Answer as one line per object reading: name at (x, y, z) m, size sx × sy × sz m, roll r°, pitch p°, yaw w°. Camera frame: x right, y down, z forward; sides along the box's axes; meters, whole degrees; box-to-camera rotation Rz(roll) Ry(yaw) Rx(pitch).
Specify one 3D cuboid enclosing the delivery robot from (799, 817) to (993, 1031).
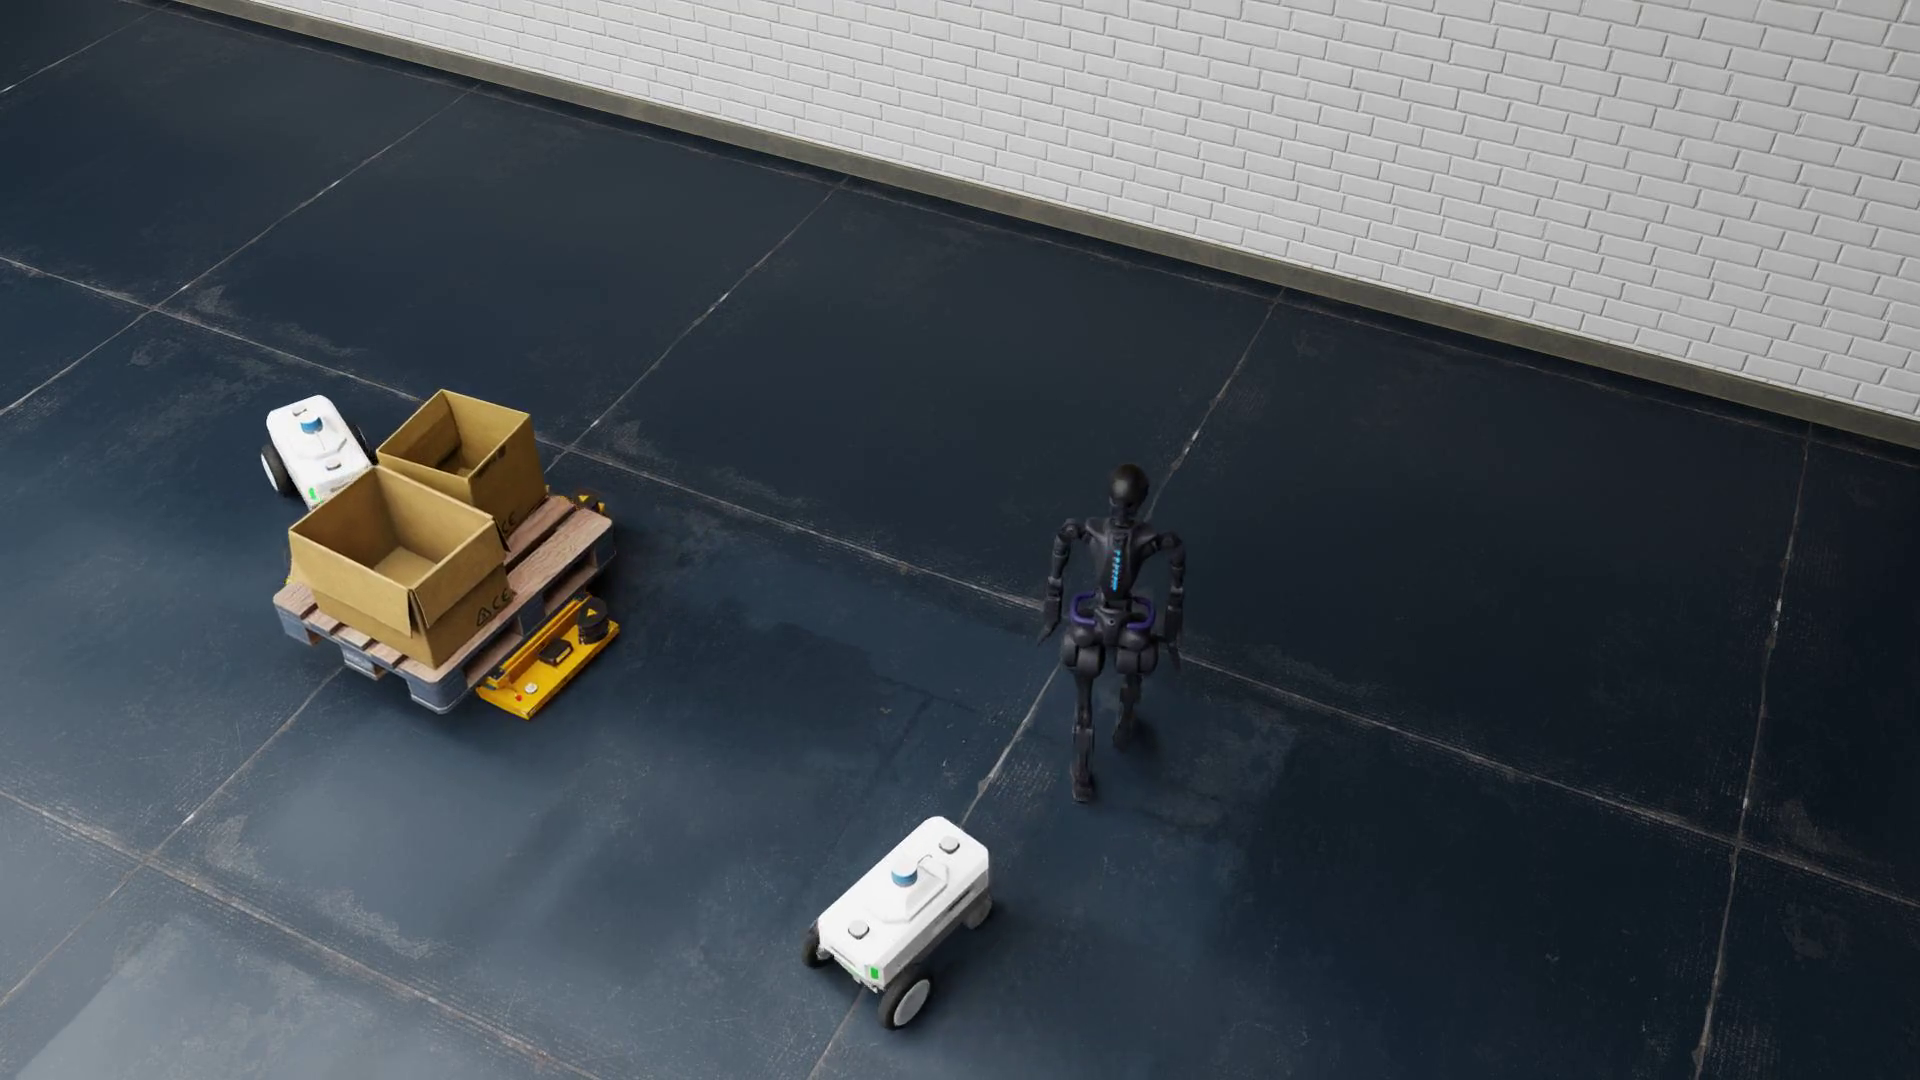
delivery robot at (-0.210, 1.439, 6.482) m, size 0.499 × 0.580 × 0.757 m, roll 31°, pitch 51°, yaw 29°

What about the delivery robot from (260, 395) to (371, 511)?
delivery robot at (-3.242, -0.410, 8.467) m, size 0.499 × 0.568 × 0.750 m, roll -25°, pitch 48°, yaw -24°

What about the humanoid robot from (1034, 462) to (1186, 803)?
humanoid robot at (0.612, 0.354, 6.854) m, size 0.612 × 1.635 × 0.626 m, roll 5°, pitch 43°, yaw 5°

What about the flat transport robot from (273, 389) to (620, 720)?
flat transport robot at (-2.391, 0.327, 7.902) m, size 1.431 × 0.231 × 0.659 m, roll 22°, pitch 47°, yaw 22°

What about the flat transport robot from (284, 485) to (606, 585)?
flat transport robot at (-2.541, 0.001, 8.254) m, size 1.431 × 0.231 × 0.659 m, roll 2°, pitch 43°, yaw 3°
